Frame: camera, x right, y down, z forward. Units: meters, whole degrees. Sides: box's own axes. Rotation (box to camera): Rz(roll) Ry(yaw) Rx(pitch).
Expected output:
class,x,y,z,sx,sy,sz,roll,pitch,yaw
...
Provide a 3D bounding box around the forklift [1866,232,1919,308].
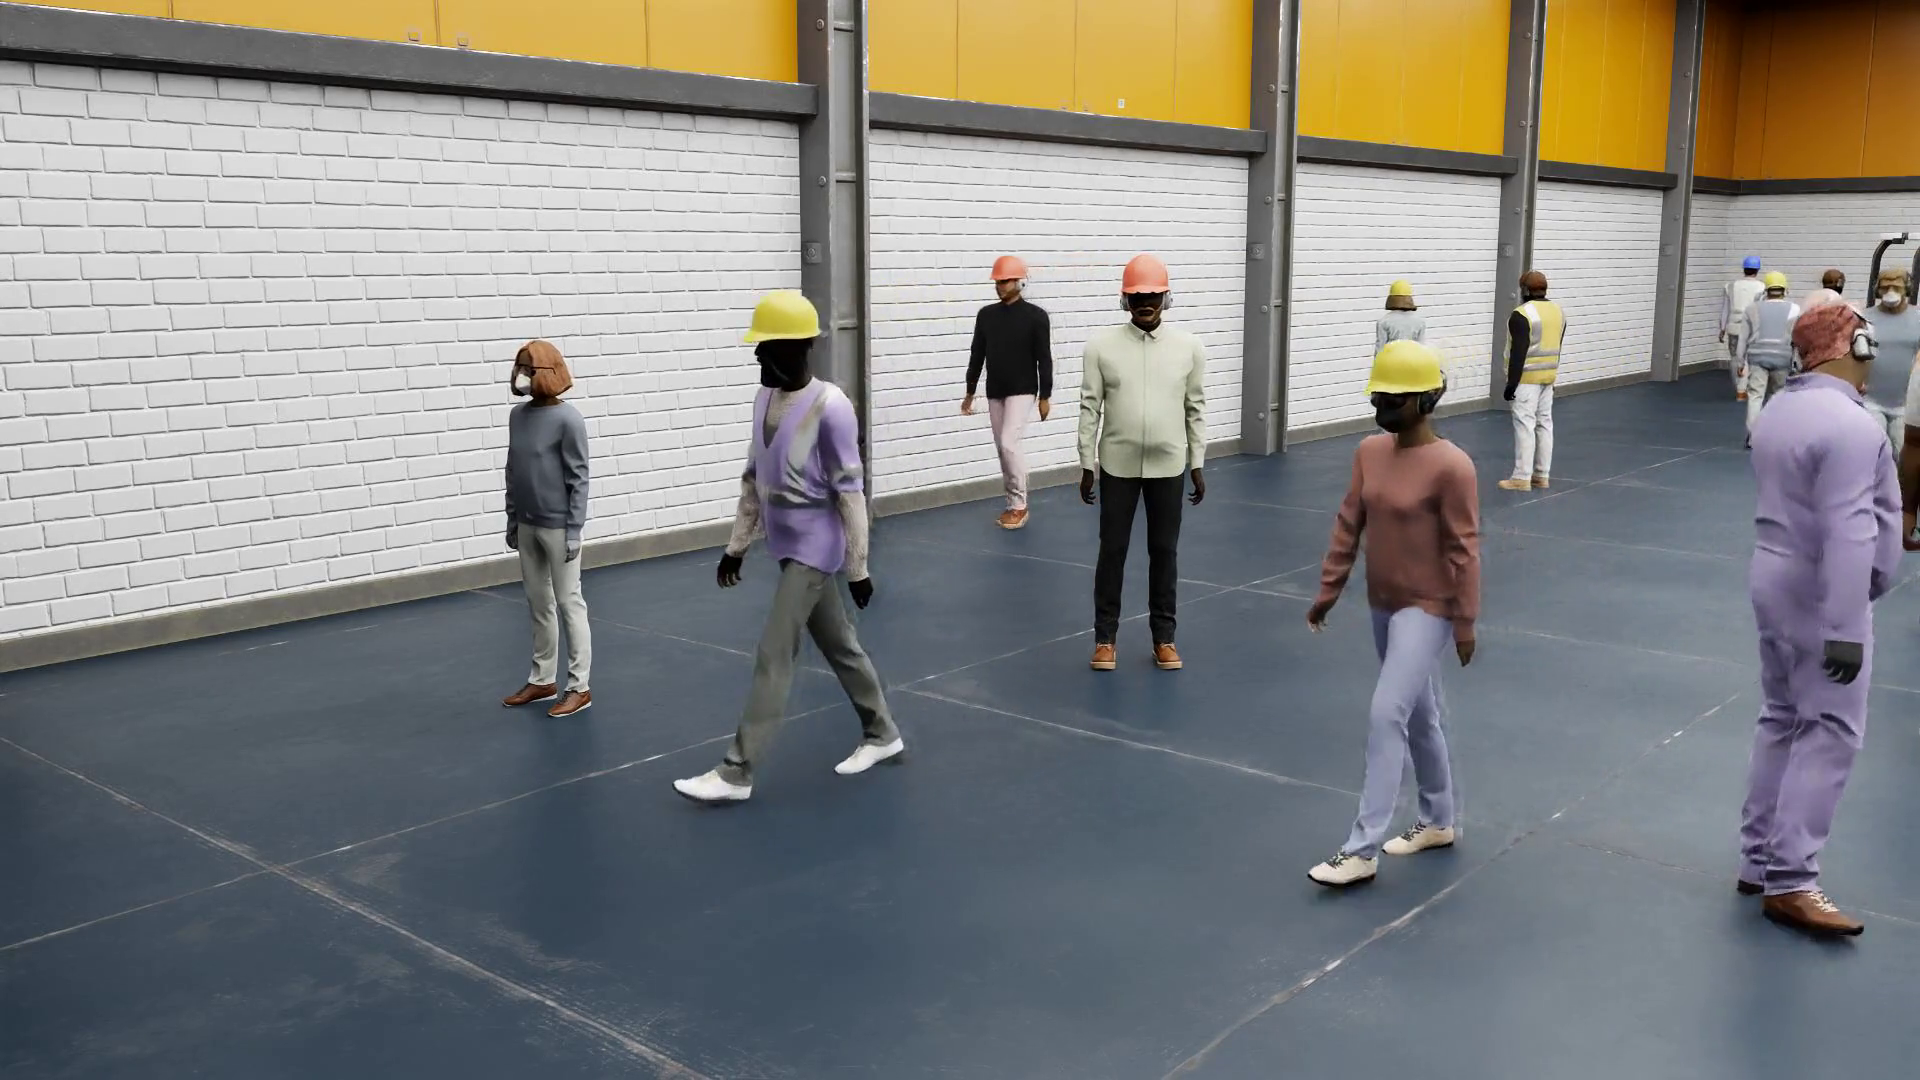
class,x,y,z,sx,sy,sz,roll,pitch,yaw
forklift,9.955,-1.972,16.595,2.313,2.155,1.214,1,10,8

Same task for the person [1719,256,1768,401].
class,x,y,z,sx,sy,sz,roll,pitch,yaw
person,10.547,-2.823,22.240,0.641,1.907,0.901,8,13,40

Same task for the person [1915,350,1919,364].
class,x,y,z,sx,sy,sz,roll,pitch,yaw
person,5.371,-0.455,8.797,0.928,1.894,0.551,-8,13,-39

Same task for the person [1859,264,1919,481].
class,x,y,z,sx,sy,sz,roll,pitch,yaw
person,6.290,-0.909,11.312,0.635,1.922,0.756,4,11,23

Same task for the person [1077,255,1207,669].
class,x,y,z,sx,sy,sz,roll,pitch,yaw
person,0.875,-0.359,7.979,0.623,1.992,0.392,0,10,-1

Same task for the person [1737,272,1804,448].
class,x,y,z,sx,sy,sz,roll,pitch,yaw
person,8.251,-1.832,16.955,0.611,1.796,0.848,5,11,28

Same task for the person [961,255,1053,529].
class,x,y,z,sx,sy,sz,roll,pitch,yaw
person,0.310,-1.061,12.037,0.623,1.974,0.608,9,13,41

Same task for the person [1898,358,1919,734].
class,x,y,z,sx,sy,sz,roll,pitch,yaw
person,4.150,-0.159,6.709,0.709,2.000,0.538,3,11,19

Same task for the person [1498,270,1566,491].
class,x,y,z,sx,sy,sz,roll,pitch,yaw
person,4.788,-1.335,13.982,0.626,1.840,0.430,-7,12,-35

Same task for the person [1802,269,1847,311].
class,x,y,z,sx,sy,sz,roll,pitch,yaw
person,9.226,-1.984,17.793,0.858,1.794,0.648,-2,10,-10

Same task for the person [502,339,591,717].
class,x,y,z,sx,sy,sz,roll,pitch,yaw
person,-1.809,-0.053,7.257,0.500,1.636,0.281,8,13,37

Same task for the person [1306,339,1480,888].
class,x,y,z,sx,sy,sz,roll,pitch,yaw
person,1.354,0.234,5.355,0.811,1.736,0.546,-4,11,-21

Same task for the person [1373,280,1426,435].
class,x,y,z,sx,sy,sz,roll,pitch,yaw
person,4.001,-1.503,15.230,0.483,1.739,0.313,-3,10,-14

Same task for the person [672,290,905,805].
class,x,y,z,sx,sy,sz,roll,pitch,yaw
person,-0.605,0.021,6.171,1.010,1.875,0.589,-6,12,-31

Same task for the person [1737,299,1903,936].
class,x,y,z,sx,sy,sz,roll,pitch,yaw
person,2.648,0.218,5.072,0.400,1.880,0.761,1,10,7
